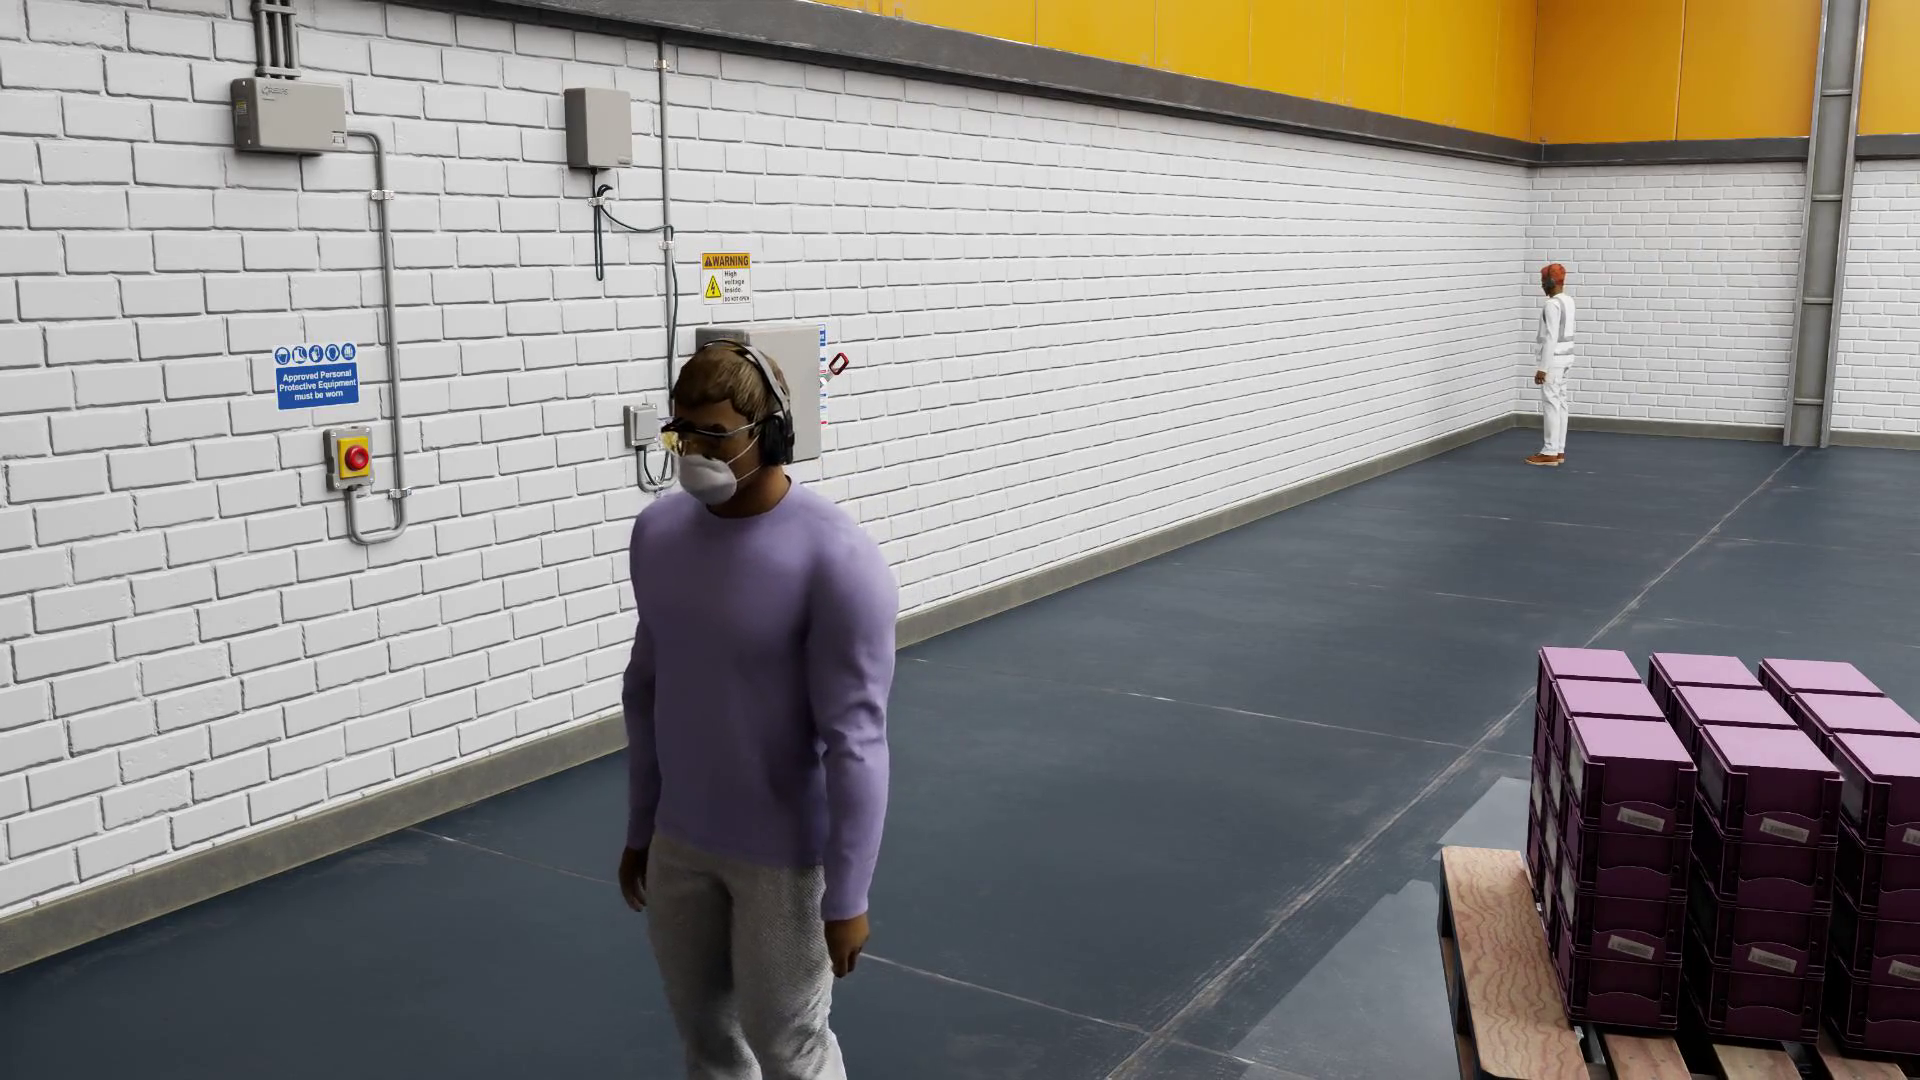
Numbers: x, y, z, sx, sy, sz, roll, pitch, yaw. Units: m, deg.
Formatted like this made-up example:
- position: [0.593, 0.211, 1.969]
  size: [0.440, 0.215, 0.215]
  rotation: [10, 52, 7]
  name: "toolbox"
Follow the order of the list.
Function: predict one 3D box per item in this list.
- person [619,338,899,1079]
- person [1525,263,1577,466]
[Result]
- position: [-0.401, 0.589, 3.128]
  size: [0.627, 1.930, 0.399]
  rotation: [8, 13, 38]
  name: "person"
- position: [5.550, -1.639, 15.578]
  size: [0.354, 1.886, 0.572]
  rotation: [8, 13, 36]
  name: "person"
